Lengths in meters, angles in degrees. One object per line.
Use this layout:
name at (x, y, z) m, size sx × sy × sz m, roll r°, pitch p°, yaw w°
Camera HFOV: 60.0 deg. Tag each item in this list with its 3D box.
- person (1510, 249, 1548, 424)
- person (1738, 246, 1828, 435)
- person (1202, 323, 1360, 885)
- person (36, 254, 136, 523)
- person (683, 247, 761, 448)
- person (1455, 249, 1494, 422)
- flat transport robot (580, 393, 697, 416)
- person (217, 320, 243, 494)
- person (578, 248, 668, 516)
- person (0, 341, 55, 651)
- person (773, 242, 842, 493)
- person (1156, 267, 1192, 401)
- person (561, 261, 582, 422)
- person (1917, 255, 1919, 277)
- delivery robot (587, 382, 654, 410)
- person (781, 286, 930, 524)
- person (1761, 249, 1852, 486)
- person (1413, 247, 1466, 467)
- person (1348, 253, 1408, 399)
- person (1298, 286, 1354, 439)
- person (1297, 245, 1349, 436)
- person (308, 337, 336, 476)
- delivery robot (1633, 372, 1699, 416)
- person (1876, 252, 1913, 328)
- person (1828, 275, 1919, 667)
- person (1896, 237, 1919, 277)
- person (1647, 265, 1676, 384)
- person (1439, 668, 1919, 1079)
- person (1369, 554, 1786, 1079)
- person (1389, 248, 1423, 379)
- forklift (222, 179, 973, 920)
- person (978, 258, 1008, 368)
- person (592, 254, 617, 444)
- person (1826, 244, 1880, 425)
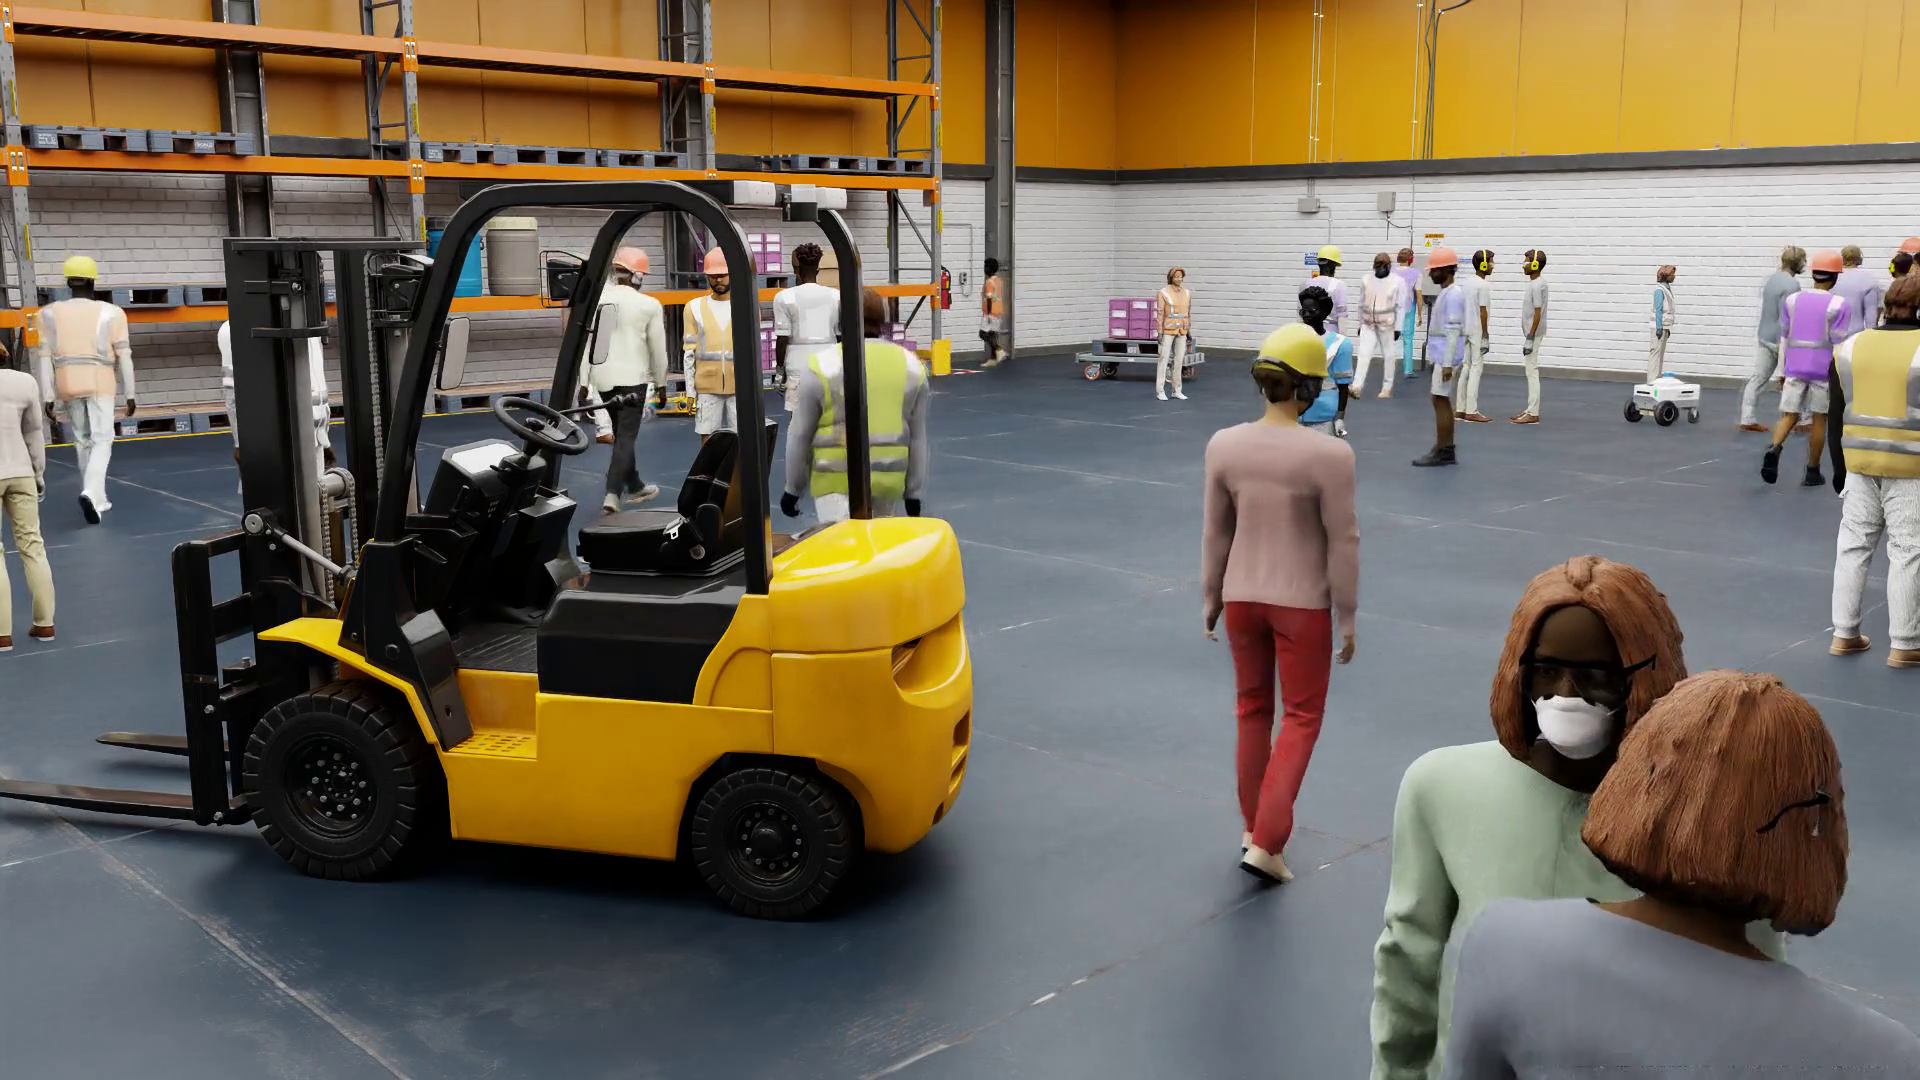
person at (6.144, -2.183, 17.916) m, size 0.328 × 1.872 × 0.509 m, roll 4°, pitch 11°, yaw 19°
person at (8.429, -2.009, 16.890) m, size 0.912 × 1.903 × 0.655 m, roll 1°, pitch 10°, yaw 3°
person at (0.995, 0.206, 5.256) m, size 0.540 × 1.776 × 0.496 m, roll 8°, pitch 13°, yaw 39°
person at (-6.229, -1.077, 11.844) m, size 0.598 × 1.897 × 0.887 m, roll -2°, pitch 11°, yaw -12°
person at (-1.655, -1.065, 11.633) m, size 0.545 × 1.938 × 0.361 m, roll -2°, pitch 11°, yaw -10°
person at (5.619, -2.216, 18.099) m, size 0.309 × 1.868 × 0.535 m, roll -1°, pitch 10°, yaw -8°
flat transport robot at (-3.561, -1.532, 18.728) m, size 1.431 × 0.197 × 0.652 m, roll -2°, pitch 11°, yaw -9°
person at (-3.688, -0.581, 8.982) m, size 0.363 × 1.942 × 0.542 m, roll 6°, pitch 12°, yaw 30°
person at (-2.483, -1.156, 12.163) m, size 0.669 × 1.938 × 1.038 m, roll 3°, pitch 11°, yaw 16°
person at (-4.727, -0.273, 8.144) m, size 0.291 × 1.632 × 0.503 m, roll 6°, pitch 12°, yaw 31°
person at (-1.178, -1.354, 13.130) m, size 0.613 × 1.963 × 0.361 m, roll -4°, pitch 11°, yaw -21°
person at (2.629, -2.536, 20.467) m, size 0.522 × 1.638 × 0.311 m, roll -6°, pitch 12°, yaw -29°
person at (-4.047, -2.155, 18.067) m, size 0.537 × 1.759 × 0.348 m, roll -1°, pitch 10°, yaw -8°
person at (10.395, -2.205, 18.086) m, size 0.588 × 1.860 × 1.027 m, roll -4°, pitch 11°, yaw -23°
delivery robot at (-3.687, -1.594, 18.022) m, size 0.707 × 0.478 × 0.477 m, roll 0°, pitch 11°, yaw 2°
person at (-0.449, -0.243, 7.547) m, size 0.628 × 1.806 × 0.946 m, roll -6°, pitch 12°, yaw -31°
person at (6.765, -1.352, 13.276) m, size 0.747 × 1.916 × 0.557 m, roll -9°, pitch 14°, yaw -40°
person at (4.215, -1.594, 14.585) m, size 0.391 × 1.929 × 0.558 m, roll 2°, pitch 11°, yaw 9°
person at (5.120, -2.610, 20.446) m, size 0.643 × 1.793 × 0.934 m, roll 7°, pitch 13°, yaw 34°
person at (2.285, -0.799, 10.843) m, size 0.533 × 1.697 × 0.318 m, roll 7°, pitch 12°, yaw 33°
person at (3.678, -2.005, 16.815) m, size 0.377 × 1.918 × 0.585 m, roll -10°, pitch 14°, yaw -43°
person at (-3.475, -0.504, 8.721) m, size 0.349 × 1.882 × 0.584 m, roll 2°, pitch 10°, yaw 8°
delivery robot at (7.612, -1.572, 17.914) m, size 0.707 × 0.478 × 0.477 m, roll -5°, pitch 11°, yaw -26°
person at (9.928, -2.113, 17.599) m, size 0.541 × 1.850 × 0.549 m, roll 2°, pitch 11°, yaw 10°
person at (4.421, -0.323, 7.869) m, size 0.429 × 1.838 × 0.621 m, roll -6°, pitch 12°, yaw -30°
person at (10.860, -2.458, 19.069) m, size 0.379 × 1.996 × 0.609 m, roll 9°, pitch 14°, yaw 42°
person at (9.070, -2.726, 21.503) m, size 0.309 × 1.641 × 0.515 m, roll 7°, pitch 12°, yaw 32°
person at (0.645, 0.926, 1.707) m, size 0.749 × 1.595 × 0.534 m, roll -8°, pitch 13°, yaw -36°
person at (0.773, 0.823, 2.169) m, size 0.497 × 1.633 × 0.285 m, roll 6°, pitch 12°, yaw 29°
person at (6.250, -3.202, 23.535) m, size 0.571 × 1.843 × 0.373 m, roll 7°, pitch 12°, yaw 32°
forklift at (-1.114, -0.058, 5.440) m, size 2.313 × 2.155 × 1.214 m, roll 2°, pitch 11°, yaw 13°
person at (0.507, -3.455, 25.362) m, size 0.419 × 1.684 × 0.539 m, roll 4°, pitch 11°, yaw 22°
person at (-3.431, -1.897, 16.254) m, size 0.405 × 1.911 × 0.636 m, roll -1°, pitch 10°, yaw -5°
person at (9.477, -2.196, 17.844) m, size 0.665 × 1.928 × 0.501 m, roll 9°, pitch 14°, yaw 39°
